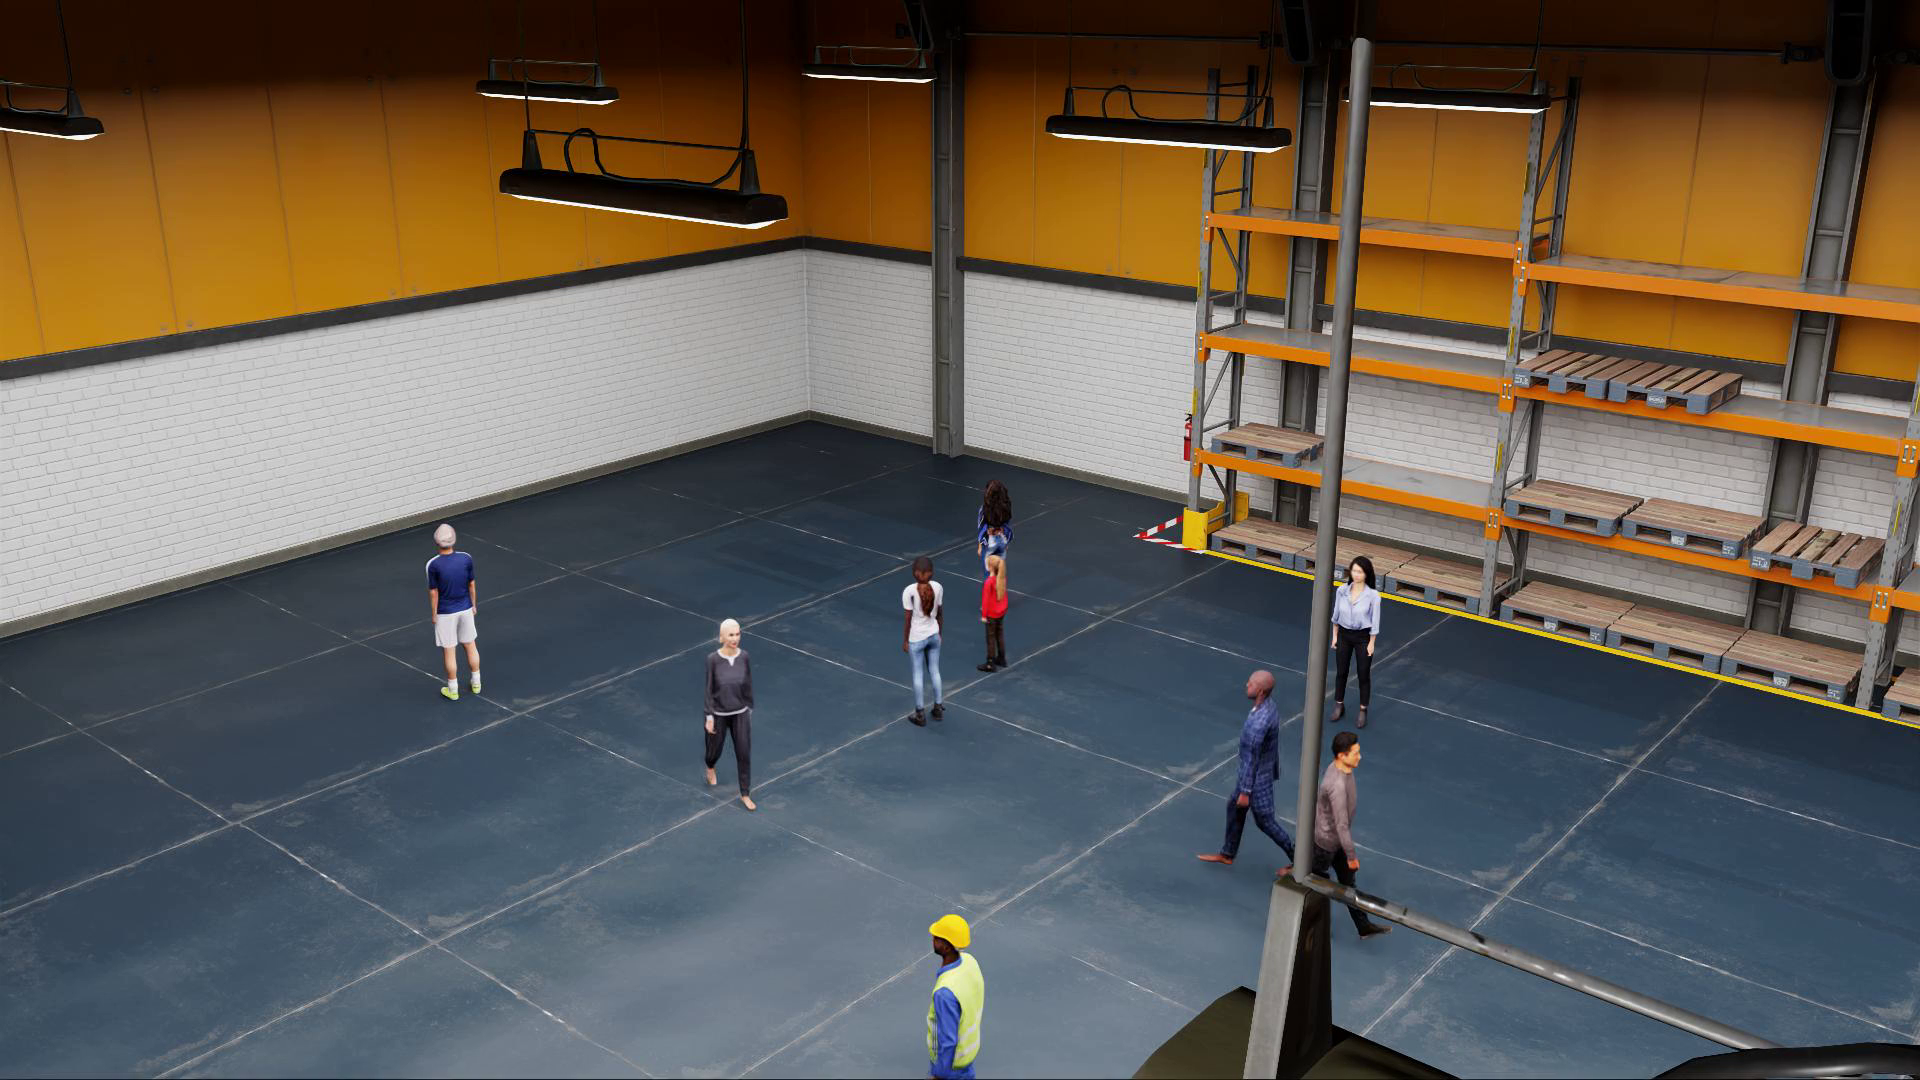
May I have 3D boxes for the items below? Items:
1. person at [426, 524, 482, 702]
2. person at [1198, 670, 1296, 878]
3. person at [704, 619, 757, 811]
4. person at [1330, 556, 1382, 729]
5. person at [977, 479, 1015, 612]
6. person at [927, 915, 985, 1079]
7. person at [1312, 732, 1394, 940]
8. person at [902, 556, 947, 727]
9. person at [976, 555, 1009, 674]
[{"bbox_3d":[-5.143,0.716,16.905,0.677,1.839,0.623,-14,23,-36],"label":"person"},{"bbox_3d":[2.489,1.916,13.425,1.251,1.785,1.012,4,19,12],"label":"person"},{"bbox_3d":[-2.085,1.504,14.767,0.885,1.710,1.040,-8,20,-23],"label":"person"},{"bbox_3d":[3.870,0.983,16.264,0.526,1.743,0.722,12,22,31],"label":"person"},{"bbox_3d":[0.389,0.063,19.190,0.688,1.618,0.670,-10,21,-27],"label":"person"},{"bbox_3d":[-0.040,3.063,9.977,0.713,1.812,0.746,5,19,16],"label":"person"},{"bbox_3d":[2.703,2.239,12.558,1.162,1.728,0.889,10,21,27],"label":"person"},{"bbox_3d":[-0.356,0.976,16.322,0.648,1.719,0.619,-11,21,-29],"label":"person"},{"bbox_3d":[0.367,0.764,17.638,0.513,1.281,0.517,13,22,33],"label":"person"}]
